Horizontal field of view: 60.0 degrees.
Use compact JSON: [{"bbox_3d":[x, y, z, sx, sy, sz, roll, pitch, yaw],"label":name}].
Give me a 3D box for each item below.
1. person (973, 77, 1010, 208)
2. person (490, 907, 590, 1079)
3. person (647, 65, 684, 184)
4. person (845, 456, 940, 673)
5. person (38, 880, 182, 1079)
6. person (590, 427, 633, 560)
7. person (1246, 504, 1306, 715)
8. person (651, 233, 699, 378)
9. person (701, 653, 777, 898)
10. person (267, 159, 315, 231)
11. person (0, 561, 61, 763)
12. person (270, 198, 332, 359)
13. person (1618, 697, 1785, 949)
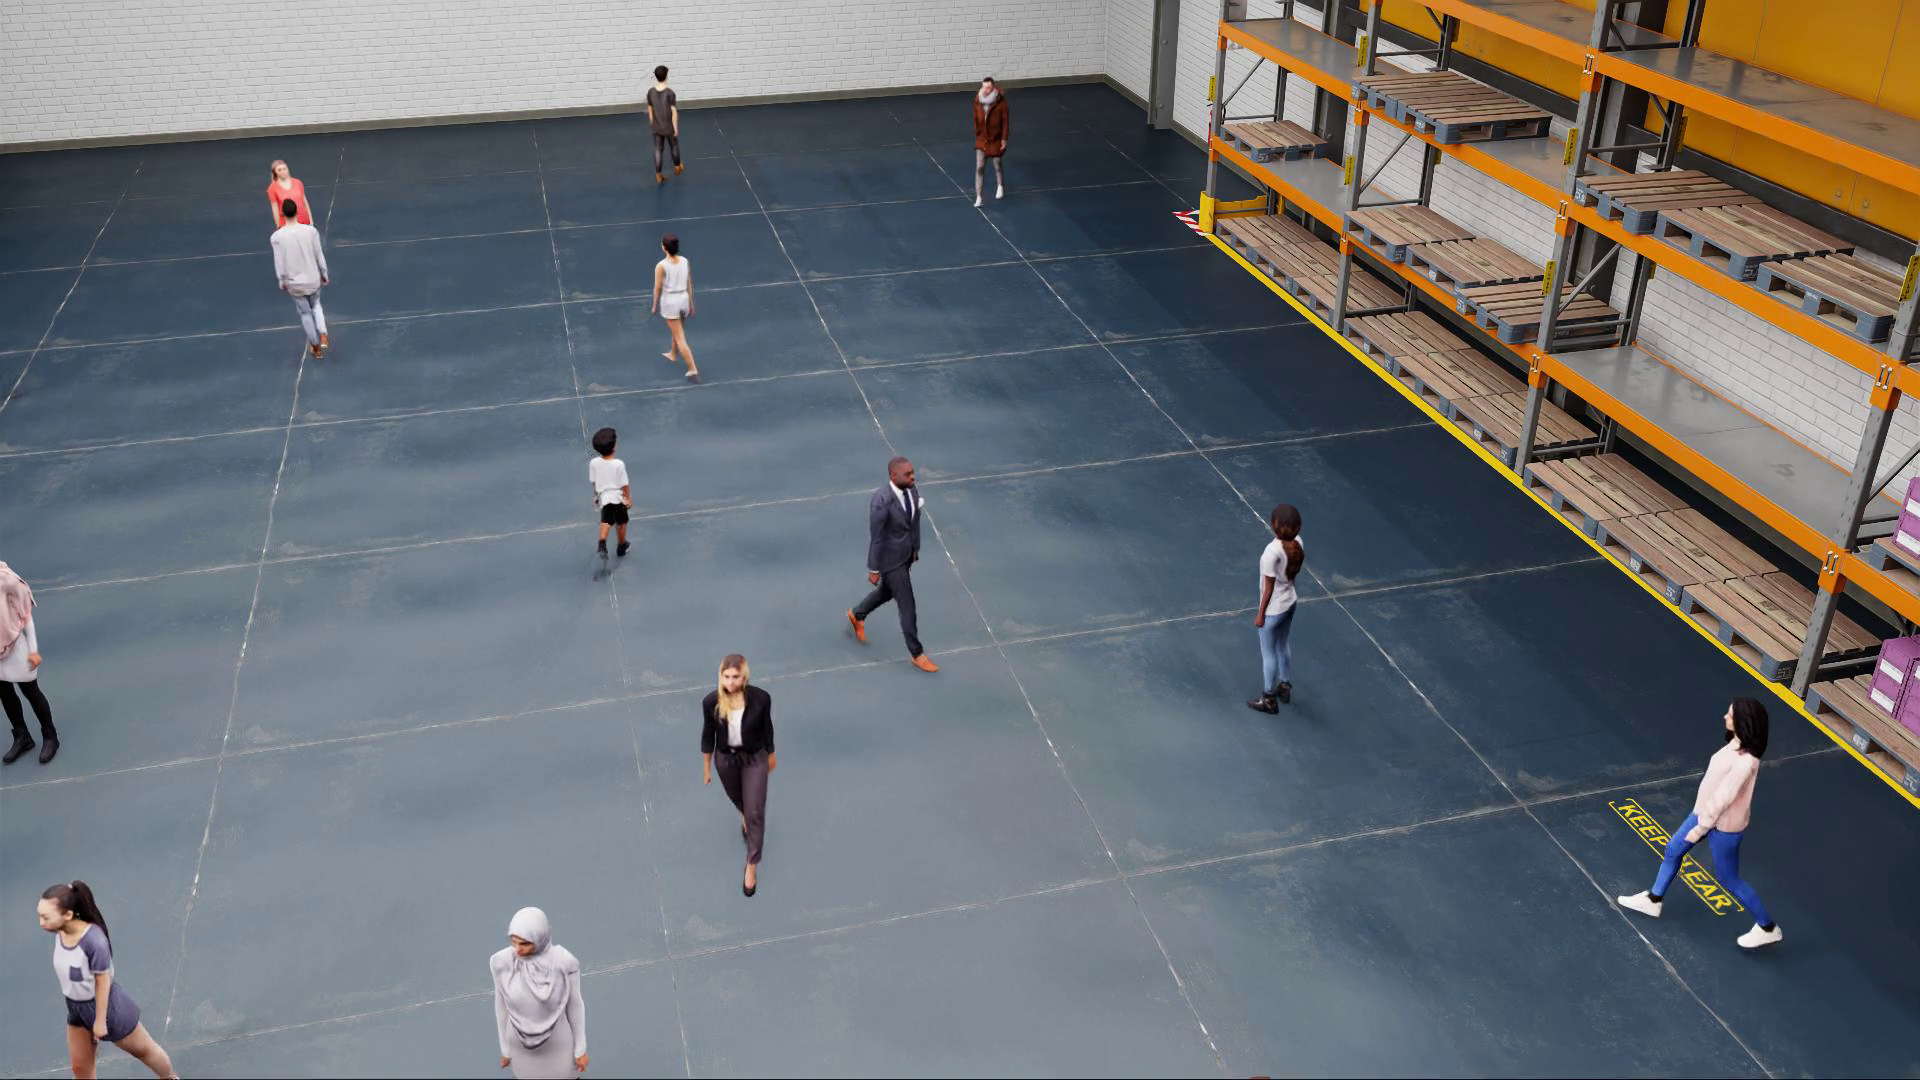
[{"bbox_3d":[0.468,-5.702,23.762,1.048,1.795,1.240,7,29,12],"label":"person"},{"bbox_3d":[-2.143,2.589,8.582,0.670,1.777,0.629,1,29,2],"label":"person"},{"bbox_3d":[-4.422,-6.126,24.662,0.941,1.677,1.145,6,29,11],"label":"person"},{"bbox_3d":[-0.582,0.142,13.054,1.281,1.789,1.194,17,33,28],"label":"person"},{"bbox_3d":[-4.543,2.472,8.960,0.968,1.619,1.027,15,32,25],"label":"person"},{"bbox_3d":[-3.068,-0.375,14.563,0.658,1.251,0.775,6,29,11],"label":"person"},{"bbox_3d":[2.376,0.506,12.460,0.684,1.719,0.663,23,36,35],"label":"person"},{"bbox_3d":[-3.078,-2.533,18.188,0.896,1.569,1.133,-24,37,-37],"label":"person"},{"bbox_3d":[-1.426,1.427,10.874,0.786,1.621,1.103,0,29,0],"label":"person"},{"bbox_3d":[-8.244,-3.873,20.545,1.182,1.664,0.968,25,37,38],"label":"person"},{"bbox_3d":[-6.822,0.775,11.878,0.701,1.804,0.688,0,29,1],"label":"person"},{"bbox_3d":[-7.315,-2.887,18.565,0.780,1.830,0.770,-19,34,-30],"label":"person"},{"bbox_3d":[4.738,1.779,10.130,1.150,1.716,1.206,10,30,18],"label":"person"}]
